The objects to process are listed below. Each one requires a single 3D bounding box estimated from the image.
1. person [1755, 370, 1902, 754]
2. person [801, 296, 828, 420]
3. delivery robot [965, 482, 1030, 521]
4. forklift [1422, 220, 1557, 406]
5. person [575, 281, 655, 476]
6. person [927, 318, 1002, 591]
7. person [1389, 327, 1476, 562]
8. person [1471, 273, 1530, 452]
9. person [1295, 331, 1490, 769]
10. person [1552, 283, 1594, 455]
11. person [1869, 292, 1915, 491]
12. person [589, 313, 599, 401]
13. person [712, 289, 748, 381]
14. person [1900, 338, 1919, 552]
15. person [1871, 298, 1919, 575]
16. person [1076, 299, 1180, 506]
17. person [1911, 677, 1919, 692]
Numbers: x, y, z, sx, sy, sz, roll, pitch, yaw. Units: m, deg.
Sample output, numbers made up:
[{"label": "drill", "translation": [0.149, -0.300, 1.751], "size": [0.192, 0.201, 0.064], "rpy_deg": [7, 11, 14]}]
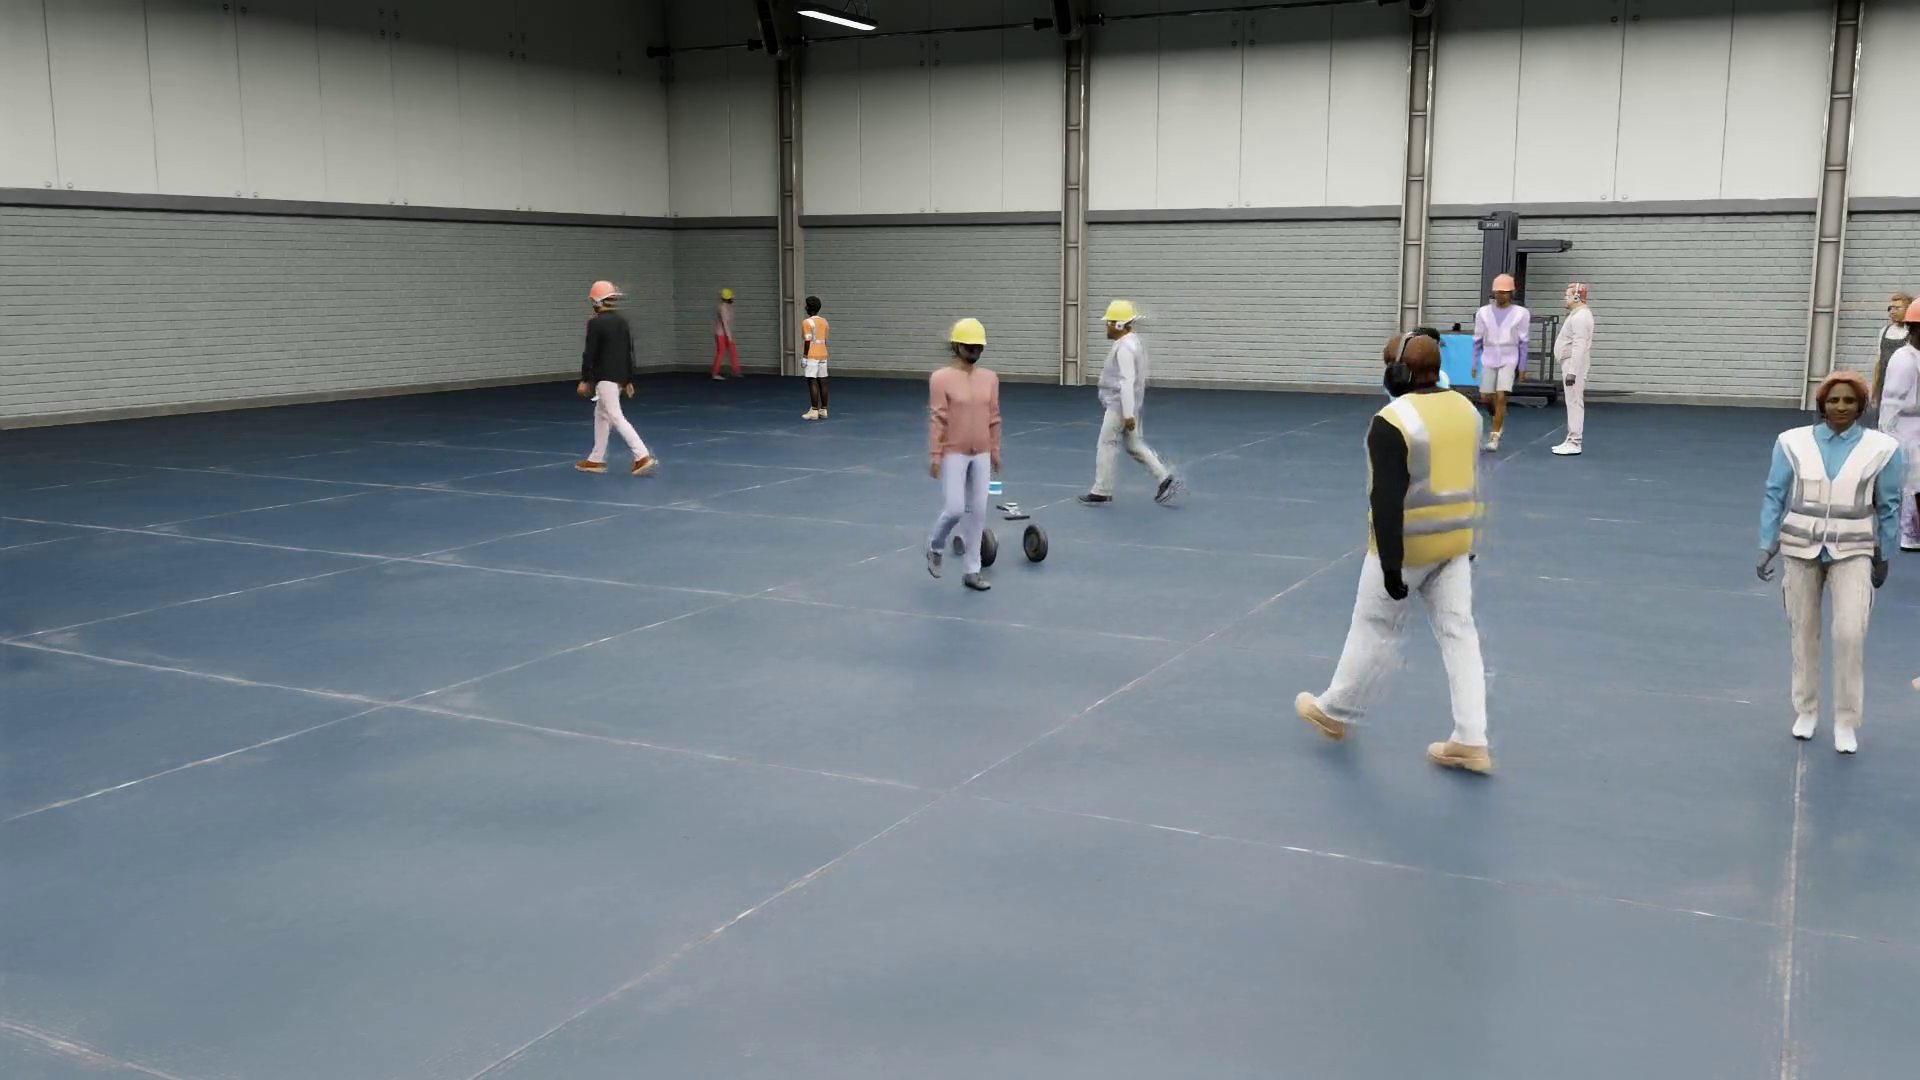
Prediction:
[{"label": "person", "translation": [3.703, 0.092, 7.135], "size": [0.521, 1.621, 0.601], "rpy_deg": [6, 11, 33]}, {"label": "person", "translation": [-2.018, -2.518, 23.001], "size": [0.316, 1.695, 0.541], "rpy_deg": [5, 10, 28]}, {"label": "delivery robot", "translation": [0.248, -0.298, 11.871], "size": [0.335, 0.223, 0.698], "rpy_deg": [-5, 10, -27]}, {"label": "forklift", "translation": [8.245, -3.527, 25.720], "size": [1.873, 2.768, 1.129], "rpy_deg": [5, 10, 27]}, {"label": "person", "translation": [-3.485, -1.630, 16.762], "size": [0.987, 1.959, 0.607], "rpy_deg": [3, 10, 18]}, {"label": "person", "translation": [0.025, -0.558, 10.757], "size": [0.525, 1.755, 0.421], "rpy_deg": [-6, 11, -32]}, {"label": "person", "translation": [3.208, -0.646, 11.560], "size": [0.545, 1.647, 0.874], "rpy_deg": [-5, 10, -27]}, {"label": "person", "translation": [6.215, -2.046, 19.115], "size": [0.626, 2.018, 0.779], "rpy_deg": [5, 11, 30]}, {"label": "person", "translation": [1.892, 0.027, 7.018], "size": [0.632, 1.792, 0.949], "rpy_deg": [-6, 11, -31]}, {"label": "person", "translation": [6.857, -1.914, 18.636], "size": [0.408, 1.908, 0.646], "rpy_deg": [3, 10, 20]}, {"label": "person", "translation": [8.791, -1.395, 15.625], "size": [0.342, 1.846, 0.509], "rpy_deg": [-4, 10, -22]}, {"label": "person", "translation": [-5.595, -2.994, 26.114], "size": [0.523, 1.639, 0.309], "rpy_deg": [3, 10, 18]}, {"label": "person", "translation": [-4.308, -3.819, 30.991], "size": [0.739, 1.707, 0.588], "rpy_deg": [2, 9, 14]}, {"label": "person", "translation": [7.107, -0.835, 12.002], "size": [0.408, 1.903, 0.638], "rpy_deg": [-3, 10, -18]}, {"label": "person", "translation": [6.264, -0.645, 10.876], "size": [0.978, 1.882, 0.567], "rpy_deg": [8, 12, 39]}, {"label": "person", "translation": [1.479, -1.193, 14.518], "size": [0.835, 1.809, 0.586], "rpy_deg": [2, 9, 14]}, {"label": "person", "translation": [4.832, -0.091, 7.791], "size": [0.796, 1.786, 0.688], "rpy_deg": [-2, 9, -14]}]
